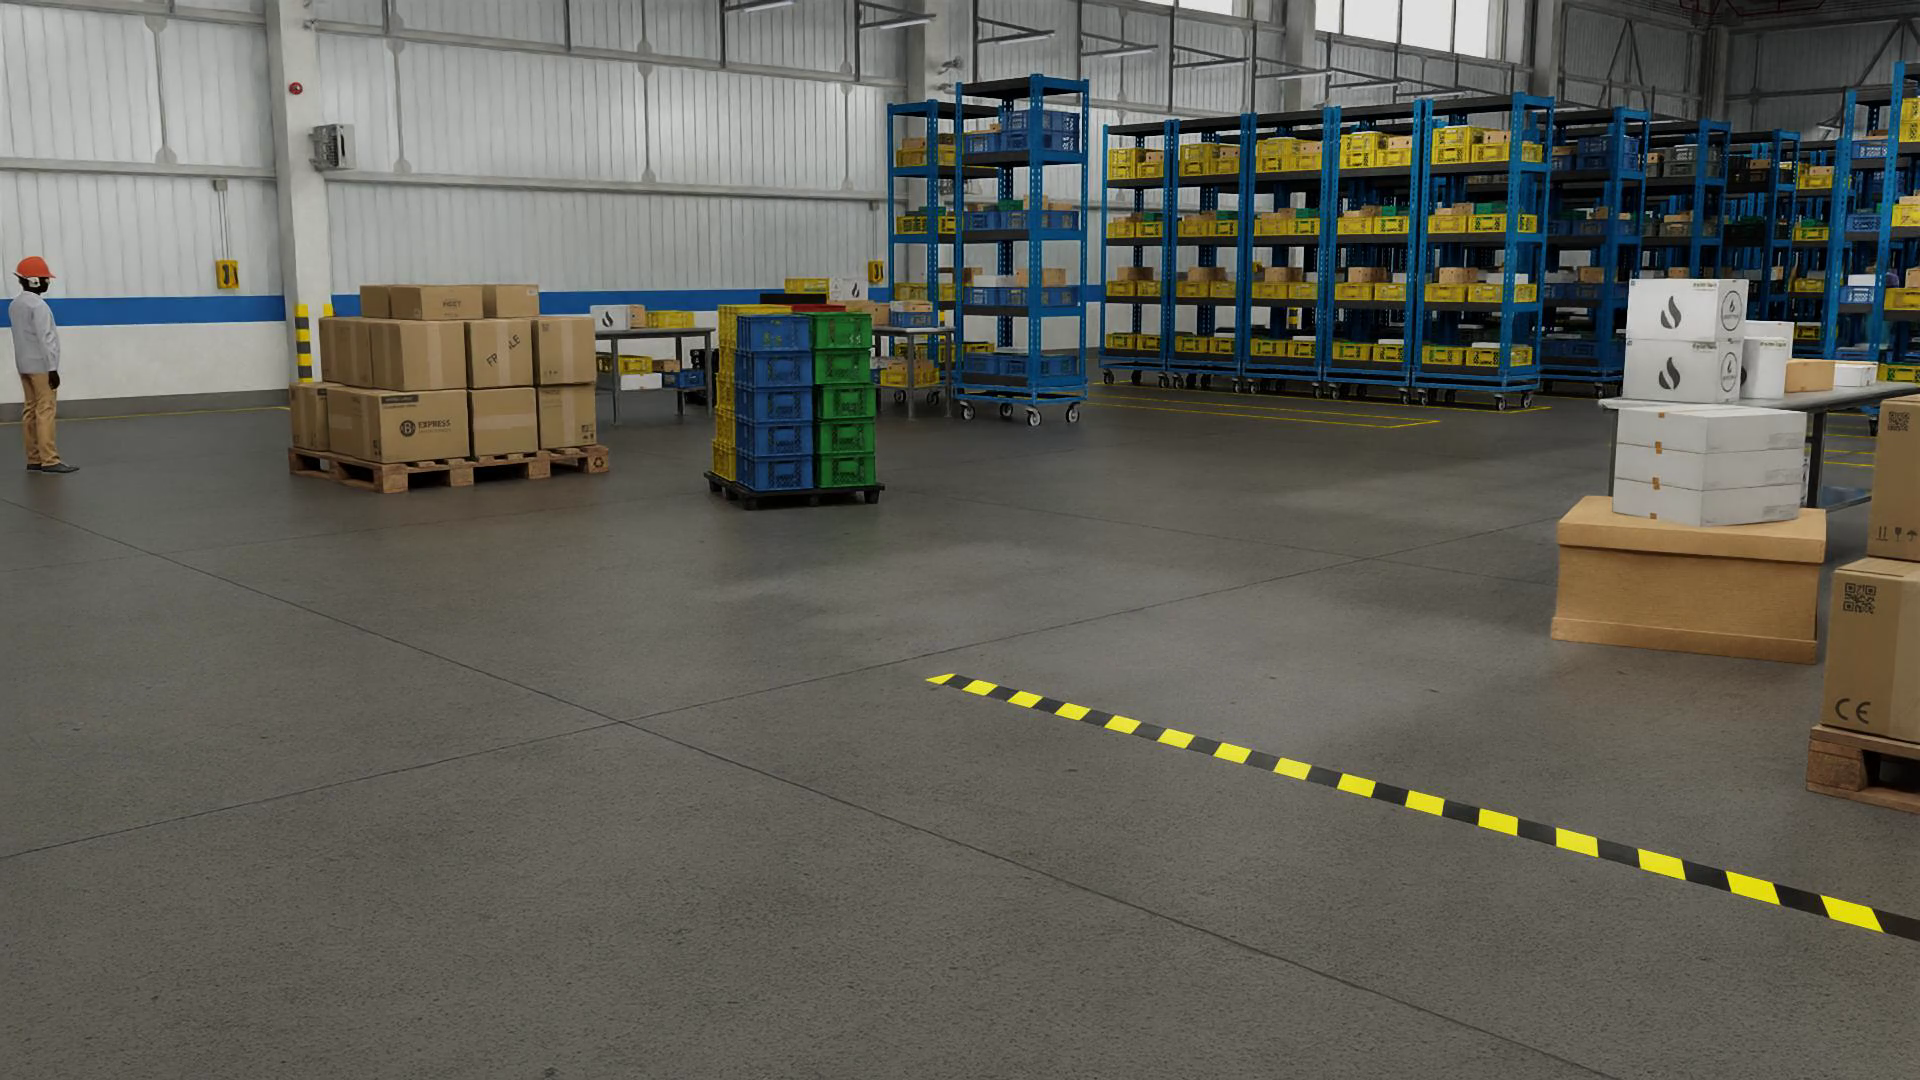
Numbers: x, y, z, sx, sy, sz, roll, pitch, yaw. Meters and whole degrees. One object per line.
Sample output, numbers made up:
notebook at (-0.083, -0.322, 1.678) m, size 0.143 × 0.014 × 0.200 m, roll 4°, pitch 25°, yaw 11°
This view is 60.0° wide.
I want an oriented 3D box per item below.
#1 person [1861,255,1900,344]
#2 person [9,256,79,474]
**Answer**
person at (14.523, -3.570, 26.257) m, size 0.455 × 1.823 × 0.576 m, roll -7°, pitch 12°, yaw -35°
person at (-7.446, -1.411, 13.476) m, size 0.567 × 1.751 × 0.329 m, roll 7°, pitch 12°, yaw 38°
